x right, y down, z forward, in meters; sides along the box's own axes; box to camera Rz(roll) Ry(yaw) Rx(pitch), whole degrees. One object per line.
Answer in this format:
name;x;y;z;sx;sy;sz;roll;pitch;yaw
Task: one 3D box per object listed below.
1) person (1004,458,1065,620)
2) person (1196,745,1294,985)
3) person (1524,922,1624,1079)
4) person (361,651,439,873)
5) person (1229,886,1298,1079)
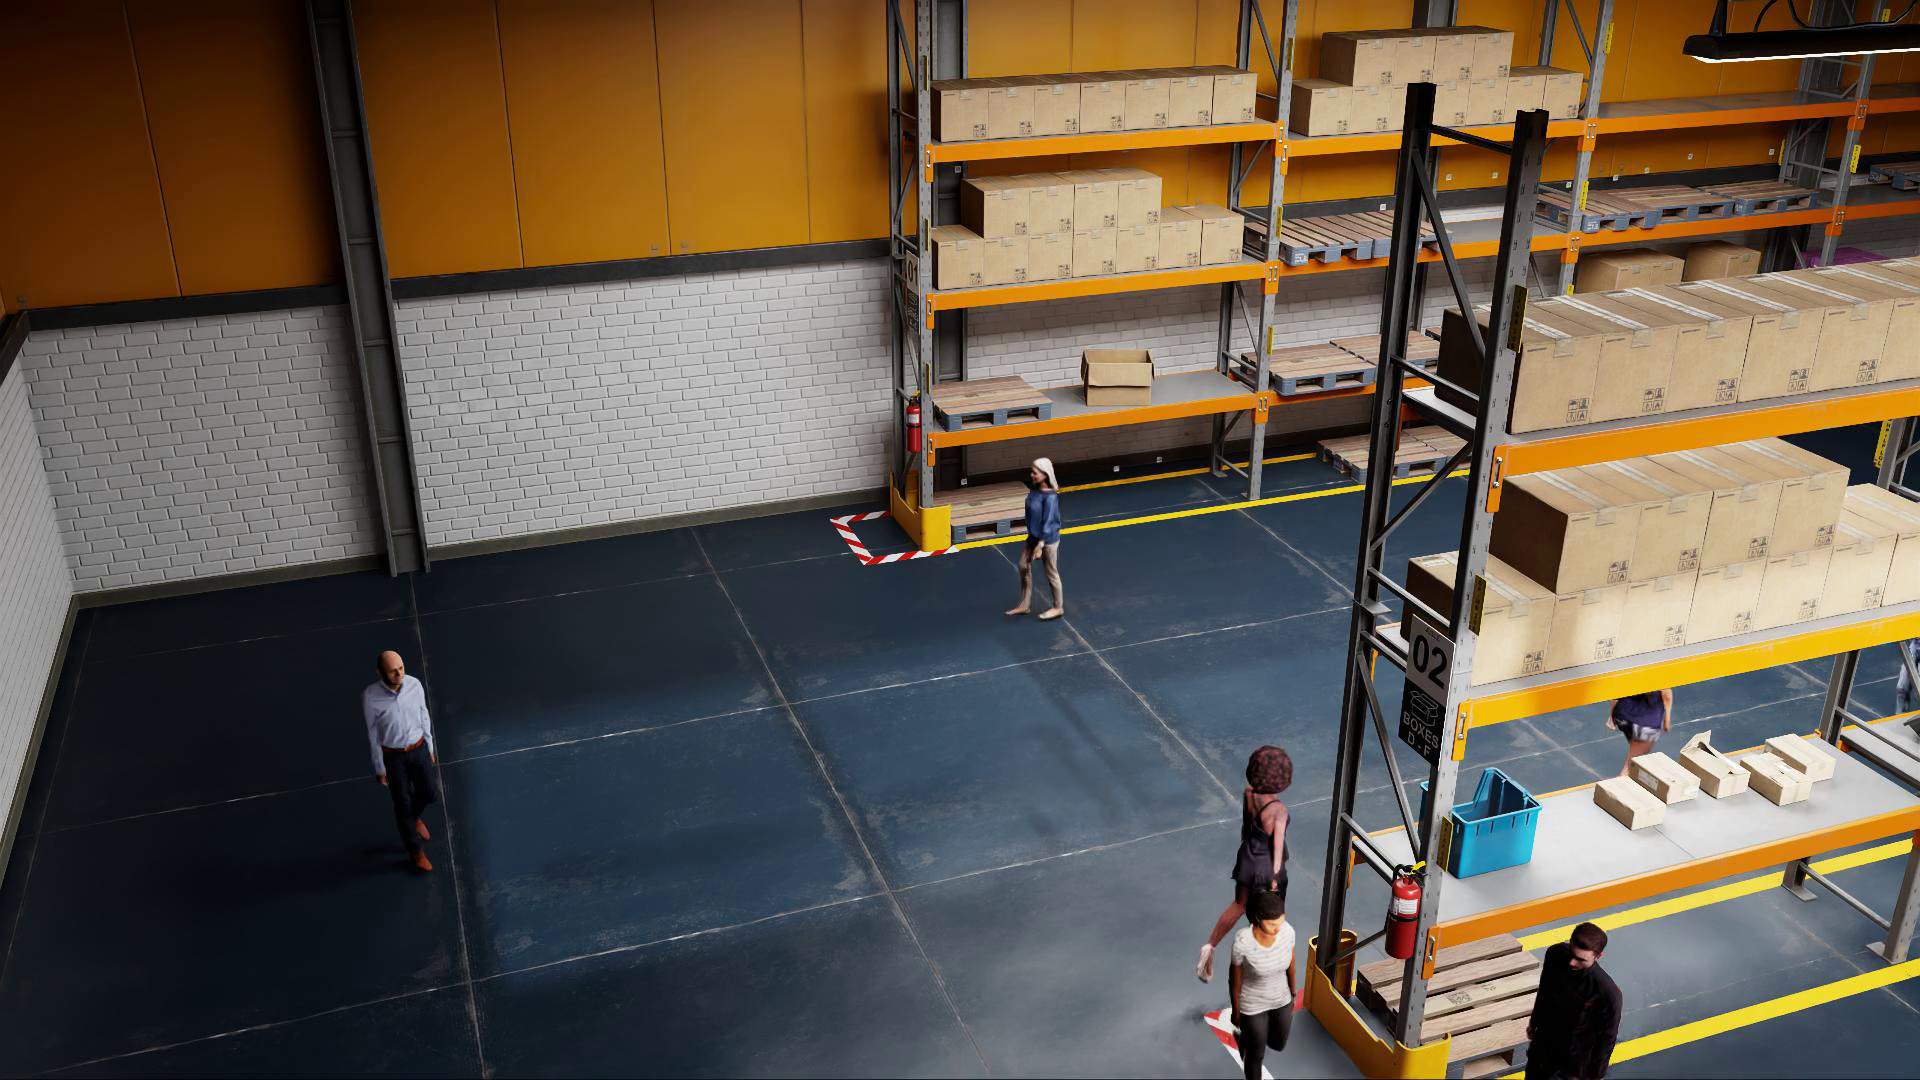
person;0.896;-0.011;16.117;0.787;1.679;0.614;-8;25;-19
person;1.920;2.200;10.958;1.125;1.759;0.775;-17;29;-34
person;3.443;2.851;9.316;1.031;1.883;0.695;-6;24;-14
person;-4.169;1.591;12.329;0.857;1.779;0.848;-19;30;-36
person;1.760;2.712;9.958;0.741;1.623;0.678;-10;25;-21
